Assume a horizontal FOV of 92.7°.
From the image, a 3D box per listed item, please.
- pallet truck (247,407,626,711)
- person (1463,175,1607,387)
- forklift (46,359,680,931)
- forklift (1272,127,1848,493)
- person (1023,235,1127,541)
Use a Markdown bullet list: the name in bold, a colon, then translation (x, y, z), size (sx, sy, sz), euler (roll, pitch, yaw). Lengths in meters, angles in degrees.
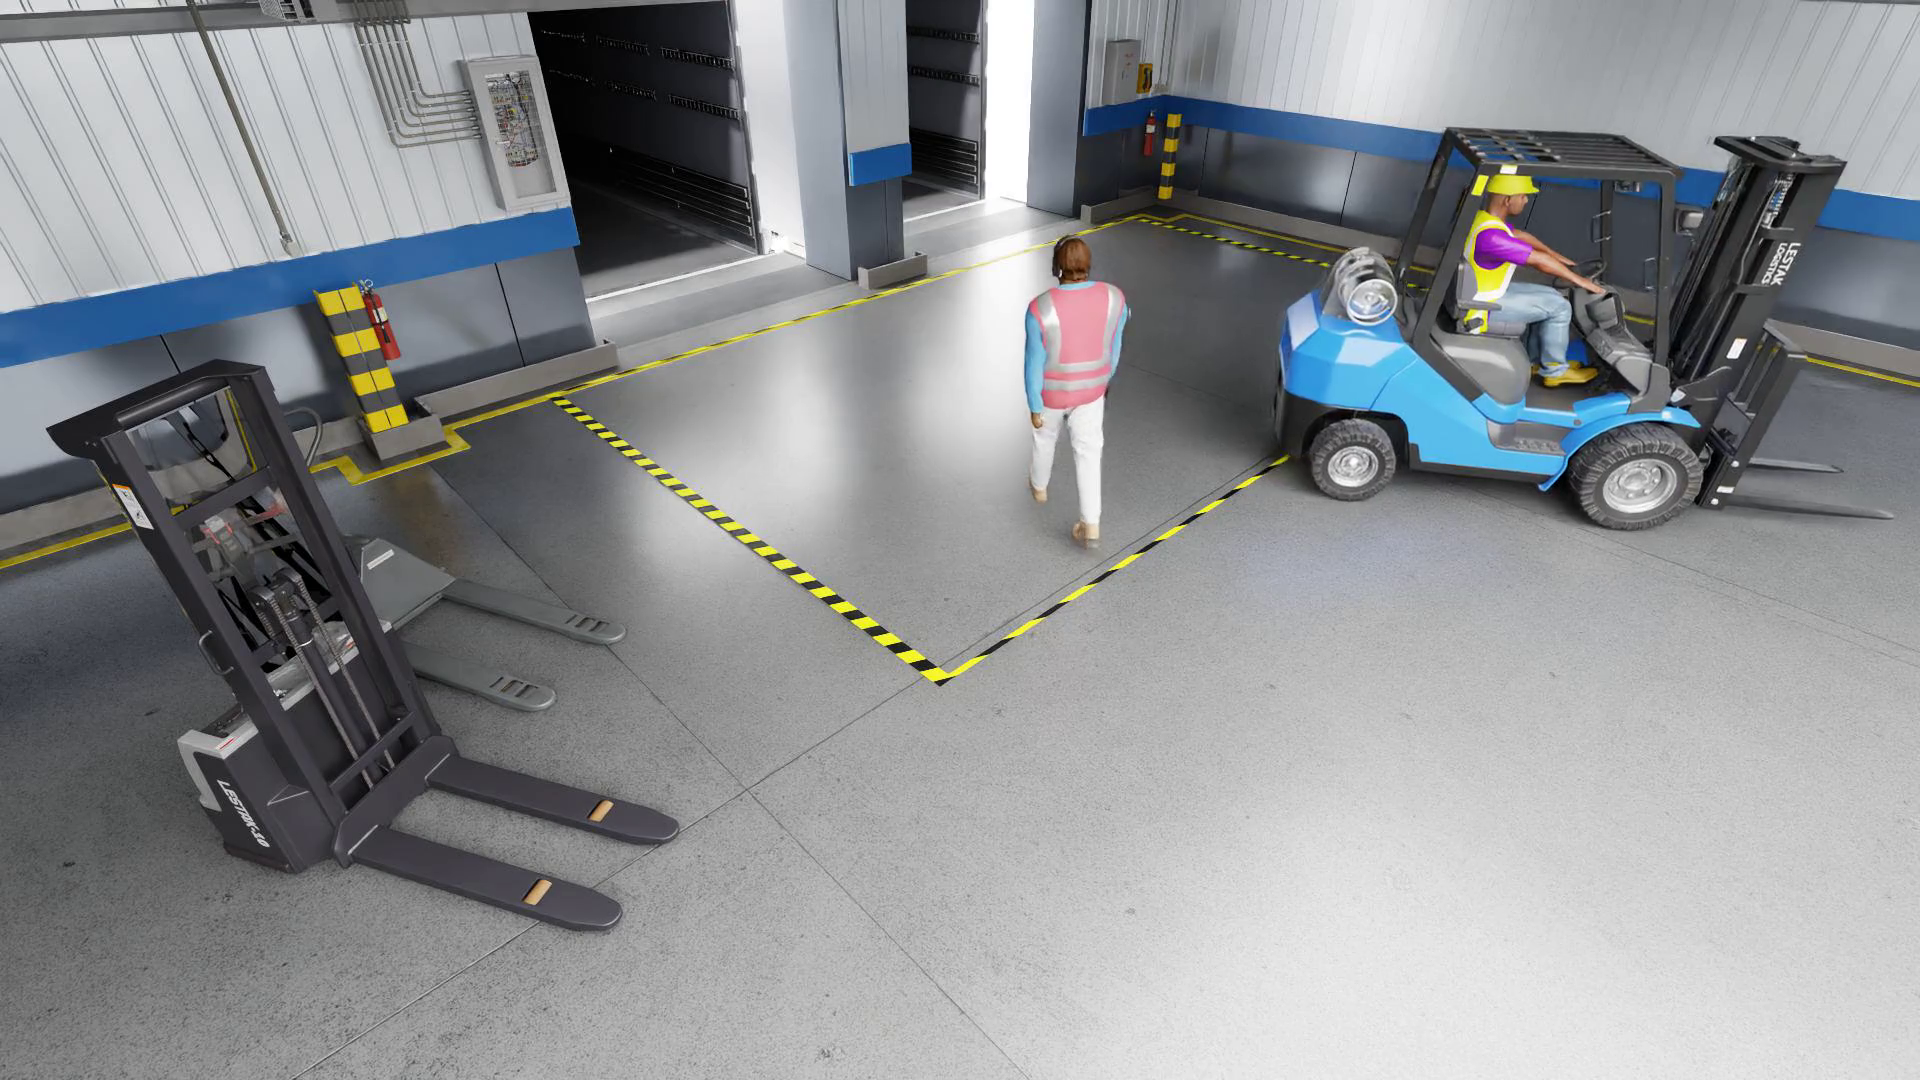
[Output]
- **pallet truck**: translation (-2.628, 0.038, 4.590), size (1.601, 1.201, 0.680), euler (12, 36, 18)
- **person**: translation (3.597, -1.612, 5.695), size (1.004, 1.294, 0.635), euler (8, 35, 11)
- **forklift**: translation (-2.135, 0.422, 3.354), size (1.885, 1.965, 0.823), euler (10, 35, 14)
- **forklift**: translation (3.541, -1.469, 5.818), size (2.680, 2.036, 1.157), euler (8, 35, 11)
- **person**: translation (0.657, -0.889, 5.463), size (0.619, 1.798, 0.966), euler (-6, 35, -8)
